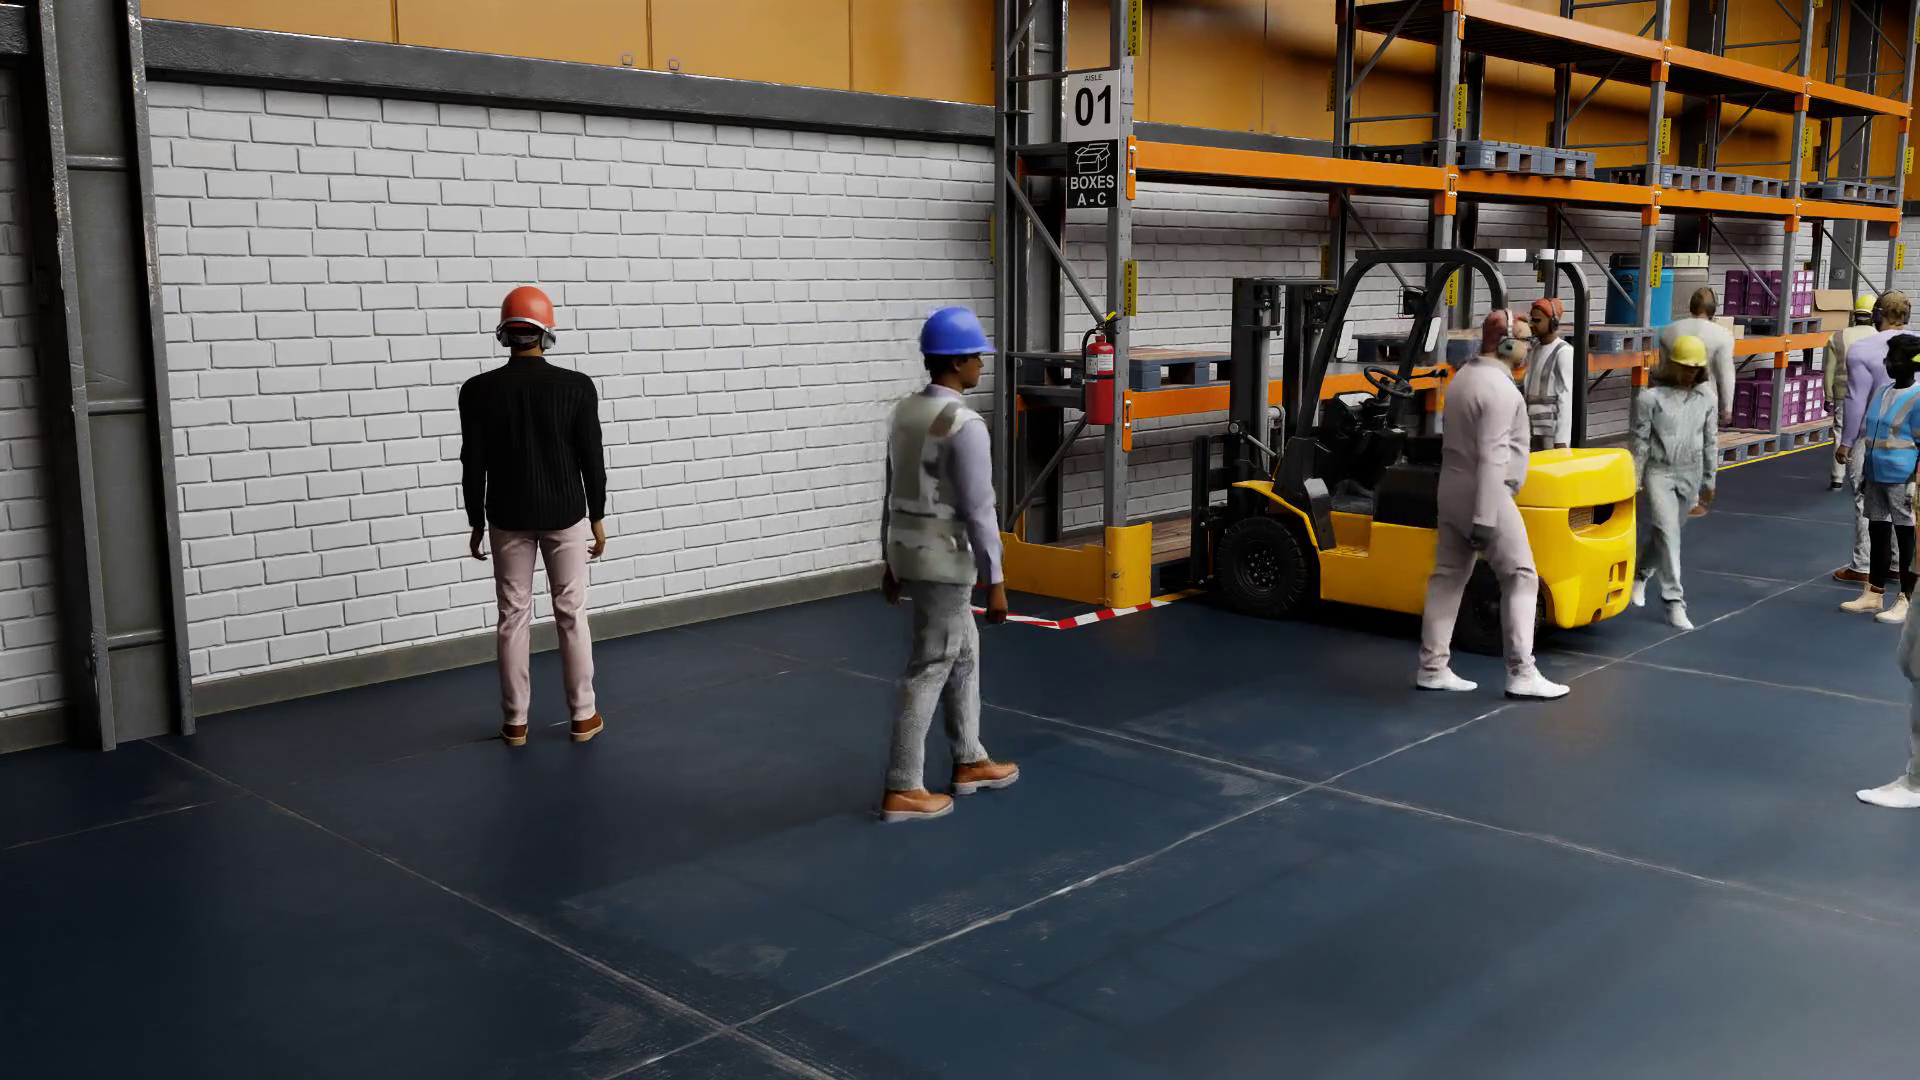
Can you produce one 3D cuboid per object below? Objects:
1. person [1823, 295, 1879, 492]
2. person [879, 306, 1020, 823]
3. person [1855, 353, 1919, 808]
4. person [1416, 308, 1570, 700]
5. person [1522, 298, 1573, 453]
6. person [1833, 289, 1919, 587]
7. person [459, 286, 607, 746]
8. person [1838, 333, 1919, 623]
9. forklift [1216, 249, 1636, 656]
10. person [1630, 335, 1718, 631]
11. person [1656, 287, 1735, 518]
[{"bbox_3d":[8.320,-1.347,15.404,0.591,1.834,0.404,6,11,33],"label":"person"},{"bbox_3d":[0.011,0.090,6.302,0.822,1.920,0.641,-5,10,-27],"label":"person"},{"bbox_3d":[3.824,0.100,6.289,0.591,1.911,0.605,3,10,16],"label":"person"},{"bbox_3d":[2.612,-0.165,8.032,0.798,1.877,0.660,-1,9,-7],"label":"person"},{"bbox_3d":[4.136,-0.760,11.719,0.369,1.873,0.592,-1,9,-3],"label":"person"},{"bbox_3d":[6.024,-0.657,10.853,0.635,1.937,0.353,-1,9,-9],"label":"person"},{"bbox_3d":[-1.844,-0.097,7.245,0.609,1.996,0.379,-2,9,-10],"label":"person"},{"bbox_3d":[5.496,-0.363,9.788,0.318,1.699,0.535,-1,9,-8],"label":"person"},{"bbox_3d":[2.710,-0.584,9.626,2.313,2.155,1.214,9,13,43],"label":"forklift"},{"bbox_3d":[4.207,-0.374,9.883,0.485,1.694,0.899,-1,9,-7],"label":"person"},{"bbox_3d":[6.127,-1.137,13.843,0.441,1.922,0.654,-7,11,-36],"label":"person"}]
